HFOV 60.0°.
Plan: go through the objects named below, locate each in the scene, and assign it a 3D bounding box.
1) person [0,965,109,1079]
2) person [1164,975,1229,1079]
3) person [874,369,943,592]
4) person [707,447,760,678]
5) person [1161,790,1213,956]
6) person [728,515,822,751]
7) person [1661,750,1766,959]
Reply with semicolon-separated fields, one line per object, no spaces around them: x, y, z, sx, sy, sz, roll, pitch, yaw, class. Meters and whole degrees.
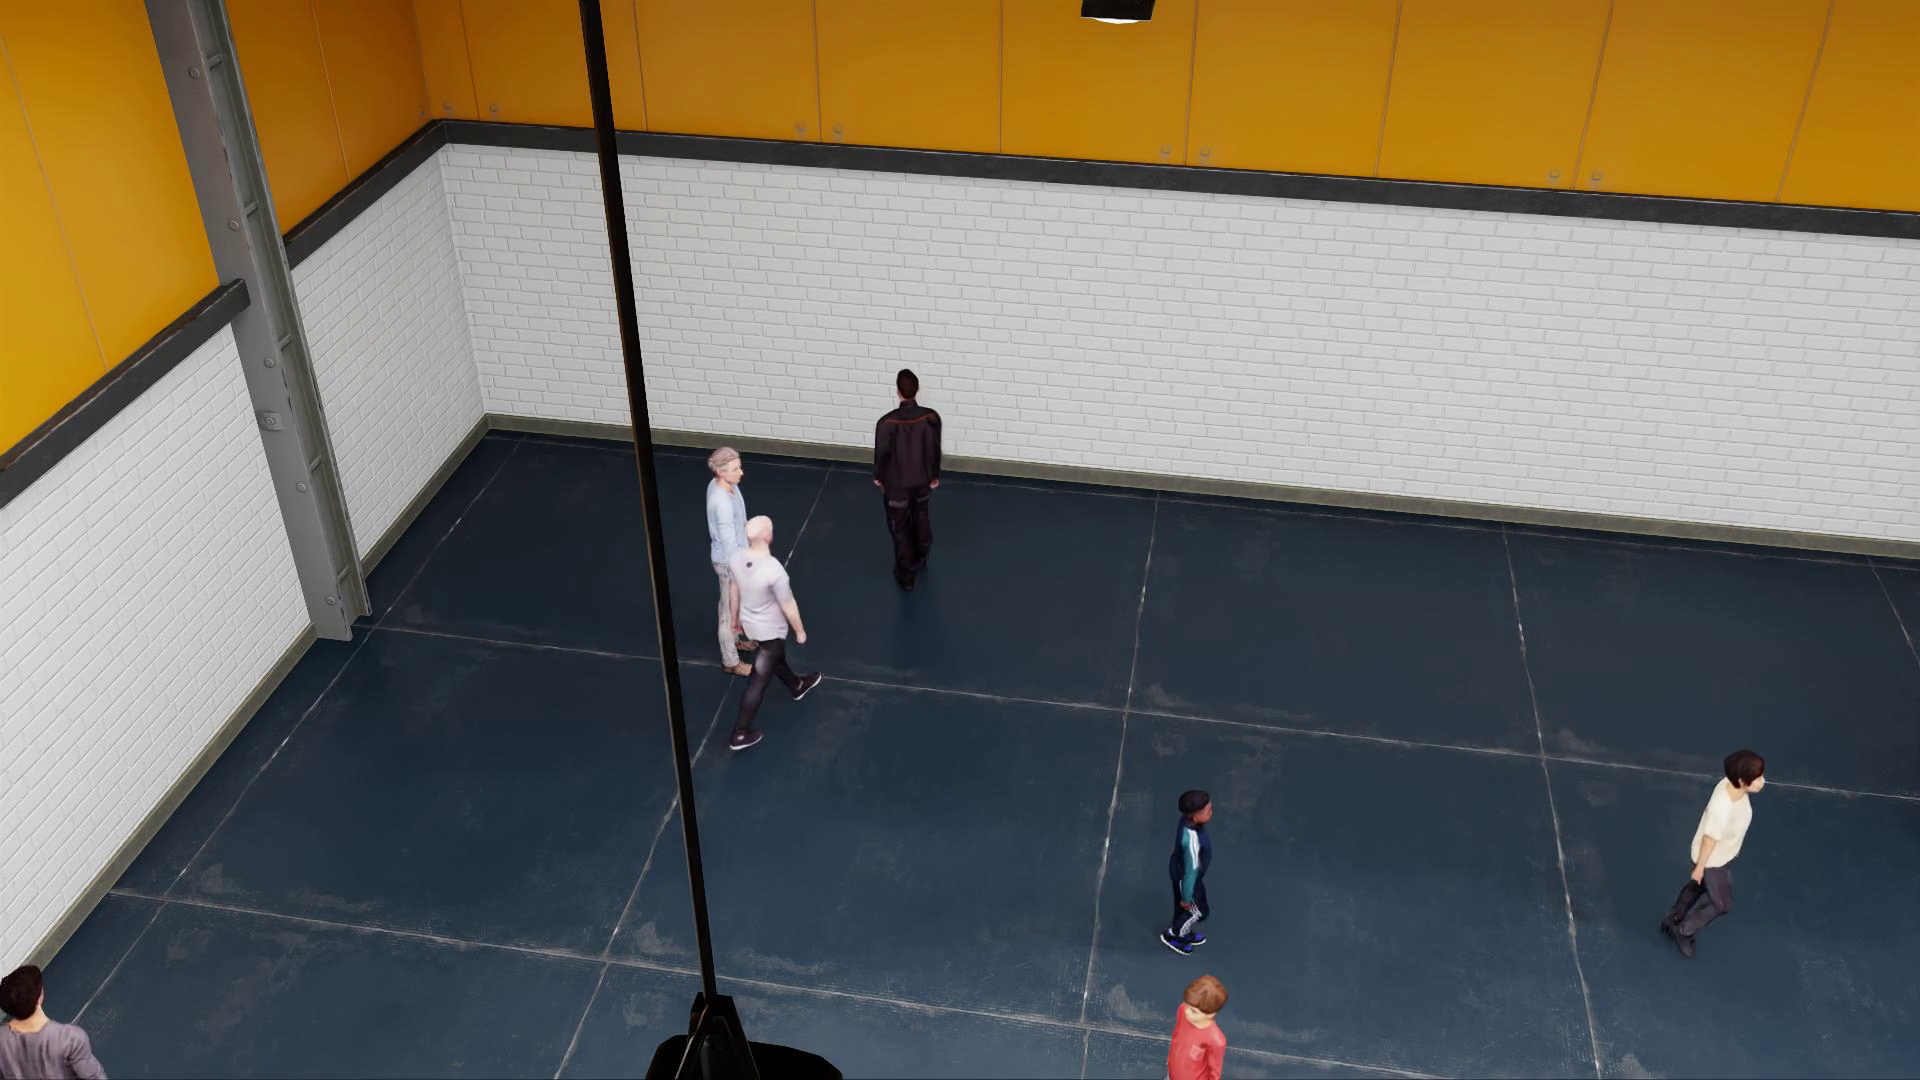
-4.506;2.891;8.303;0.867;1.832;1.058;-4;34;-5;person
1.280;2.808;8.806;0.781;1.412;0.730;-18;38;-25;person
-0.390;-0.436;13.251;0.889;1.895;0.954;-14;36;-20;person
-1.710;0.141;12.388;0.782;1.889;0.592;-3;34;-4;person
1.344;2.019;10.138;0.590;1.252;0.446;4;34;6;person
-1.429;0.673;11.682;1.104;1.784;1.337;25;41;33;person
4.486;1.873;10.065;0.740;1.576;0.625;18;38;25;person
